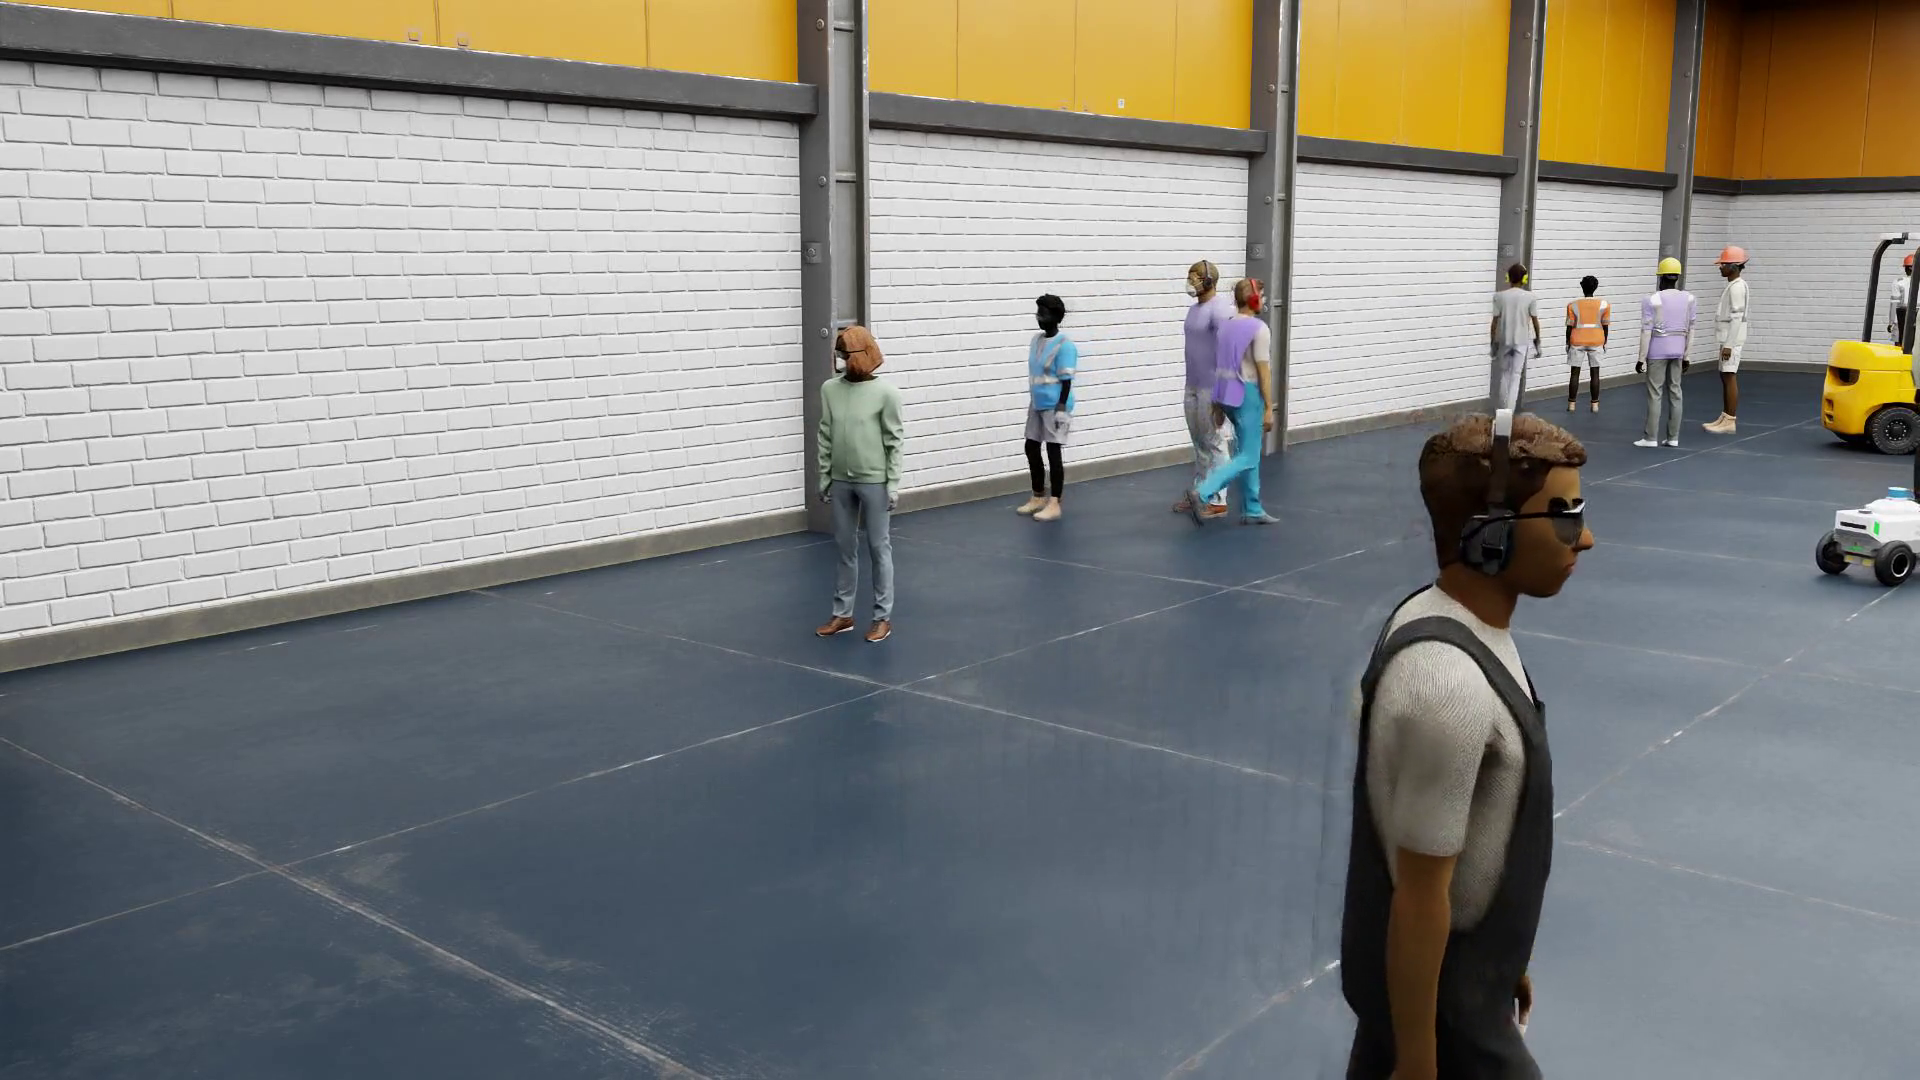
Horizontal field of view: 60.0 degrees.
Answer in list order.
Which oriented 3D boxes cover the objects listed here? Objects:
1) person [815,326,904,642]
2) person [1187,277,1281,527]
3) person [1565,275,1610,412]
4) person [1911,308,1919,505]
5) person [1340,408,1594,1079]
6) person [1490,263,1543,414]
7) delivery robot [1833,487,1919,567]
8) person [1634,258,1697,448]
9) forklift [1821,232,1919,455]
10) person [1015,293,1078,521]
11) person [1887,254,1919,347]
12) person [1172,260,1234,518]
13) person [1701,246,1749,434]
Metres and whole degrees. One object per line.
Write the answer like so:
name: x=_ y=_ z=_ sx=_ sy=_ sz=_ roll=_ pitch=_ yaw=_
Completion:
person: x=-0.521 y=-0.289 z=8.612 sx=0.501 sy=1.631 sz=0.285 roll=6 pitch=11 yaw=30
person: x=1.997 y=-0.975 z=11.973 sx=0.771 sy=1.826 sz=0.575 roll=-3 pitch=11 yaw=-19
person: x=7.755 y=-2.421 z=20.588 sx=0.531 sy=1.694 sz=0.320 roll=3 pitch=10 yaw=17
person: x=7.484 y=-1.156 z=12.512 sx=0.380 sy=1.996 sz=0.608 roll=-6 pitch=12 yaw=-32
person: x=0.711 y=0.688 z=2.583 sx=0.946 sy=1.806 sz=0.530 roll=2 pitch=10 yaw=12
person: x=6.432 y=-2.247 z=19.156 sx=0.527 sy=1.849 sz=0.708 roll=7 pitch=12 yaw=35
delivery robot: x=5.741 y=-0.081 z=10.226 sx=0.707 sy=0.478 sz=0.477 roll=-4 pitch=11 yaw=-23
person: x=7.152 y=-1.892 z=16.898 sx=0.590 sy=1.927 sz=0.367 roll=-2 pitch=10 yaw=-10
forklift: x=9.955 y=-1.972 z=16.595 sx=2.313 sy=2.155 sz=1.214 roll=1 pitch=10 yaw=8
person: x=0.658 y=-0.991 z=12.436 sx=0.371 sy=1.690 sz=0.560 roll=-6 pitch=11 yaw=-29
person: x=14.077 y=-3.270 z=24.707 sx=0.545 sy=1.941 sz=0.350 roll=2 pitch=10 yaw=10
person: x=1.854 y=-1.132 z=12.541 sx=0.359 sy=1.938 sz=0.632 roll=-3 pitch=10 yaw=-14
person: x=8.410 y=-2.184 z=18.236 sx=0.379 sy=2.044 sz=0.607 roll=4 pitch=11 yaw=20
